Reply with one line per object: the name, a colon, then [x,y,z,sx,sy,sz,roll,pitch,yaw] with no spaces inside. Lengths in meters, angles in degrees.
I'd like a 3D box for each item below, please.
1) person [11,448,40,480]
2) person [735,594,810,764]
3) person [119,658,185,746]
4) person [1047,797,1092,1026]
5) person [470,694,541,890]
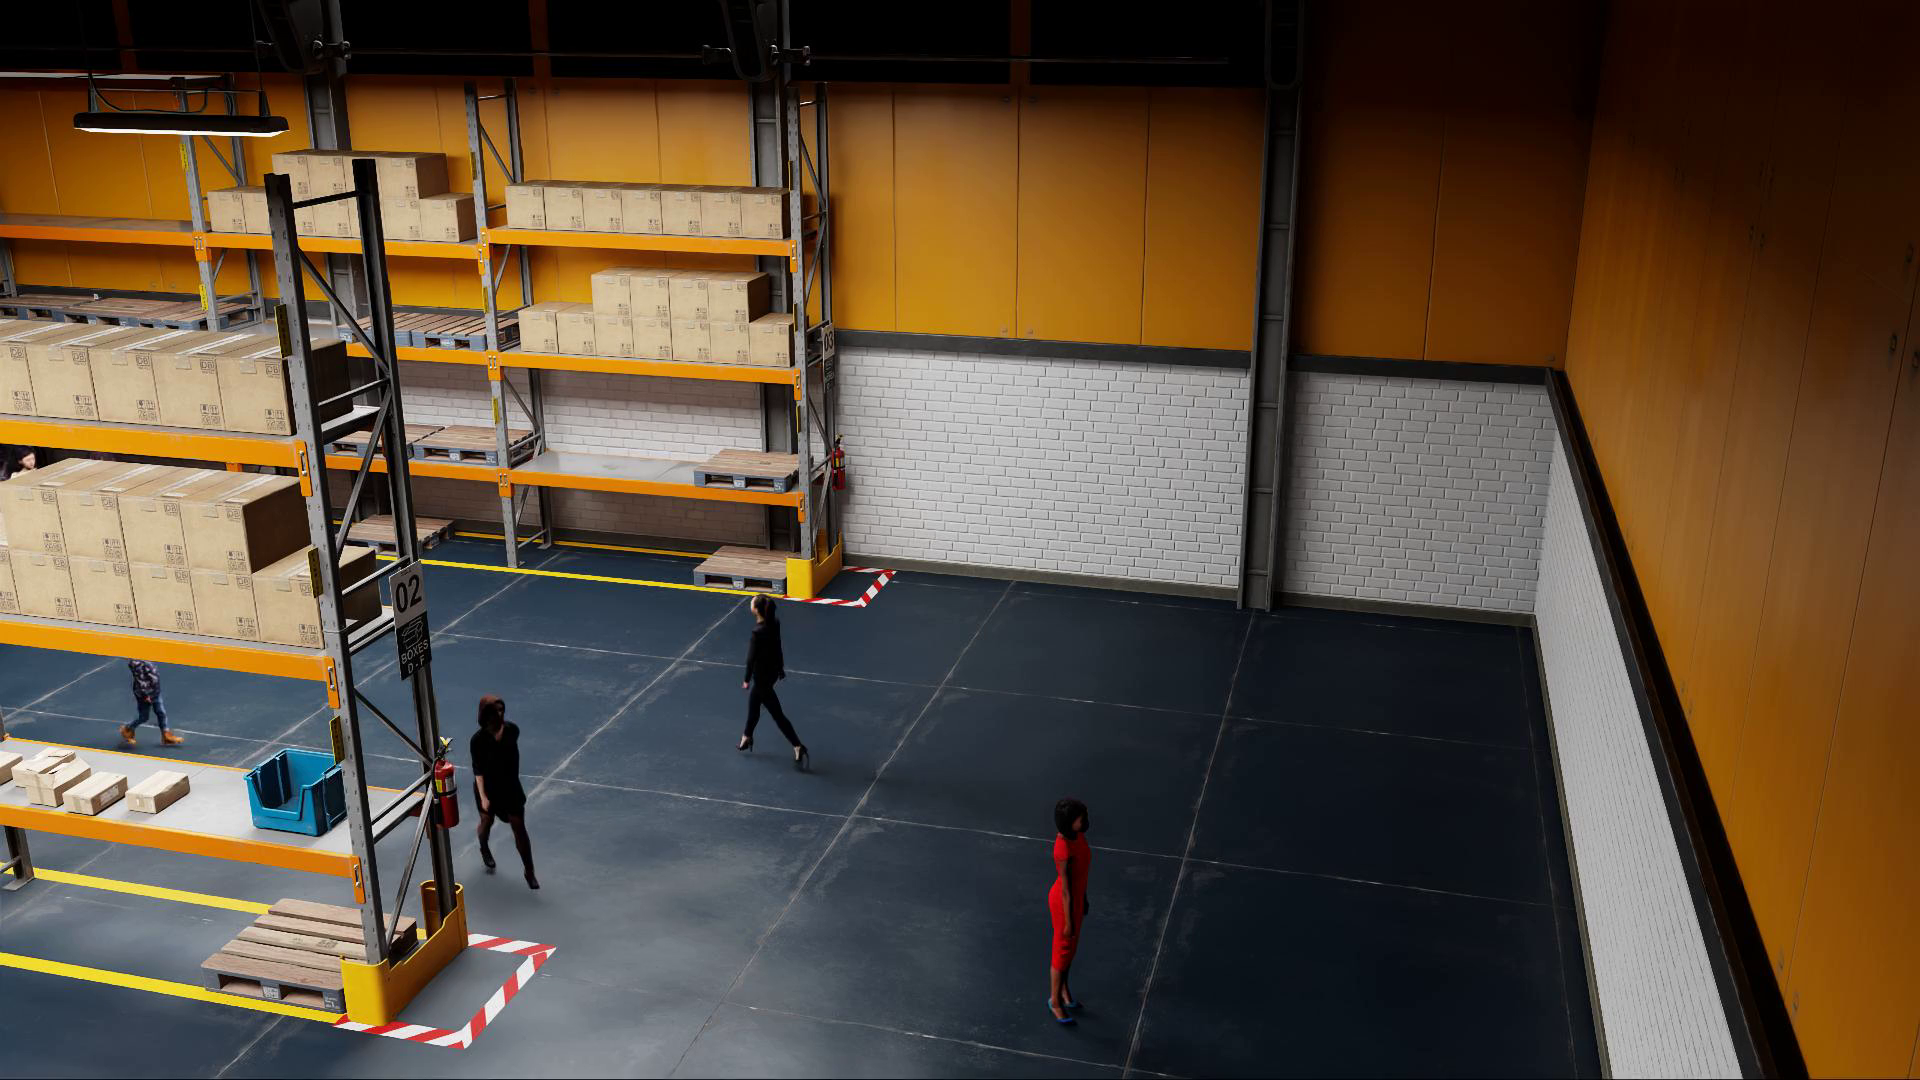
person: [-11.400,-0.274,20.377,1.123,1.744,0.853,12,22,32]
person: [-1.755,1.351,15.671,1.115,1.668,0.697,8,20,23]
person: [-7.918,1.436,16.096,0.831,1.235,0.561,2,19,6]
person: [0.763,2.610,11.813,0.485,1.744,0.547,5,19,14]
person: [-3.849,2.041,13.647,0.984,1.651,1.168,-16,24,-39]
